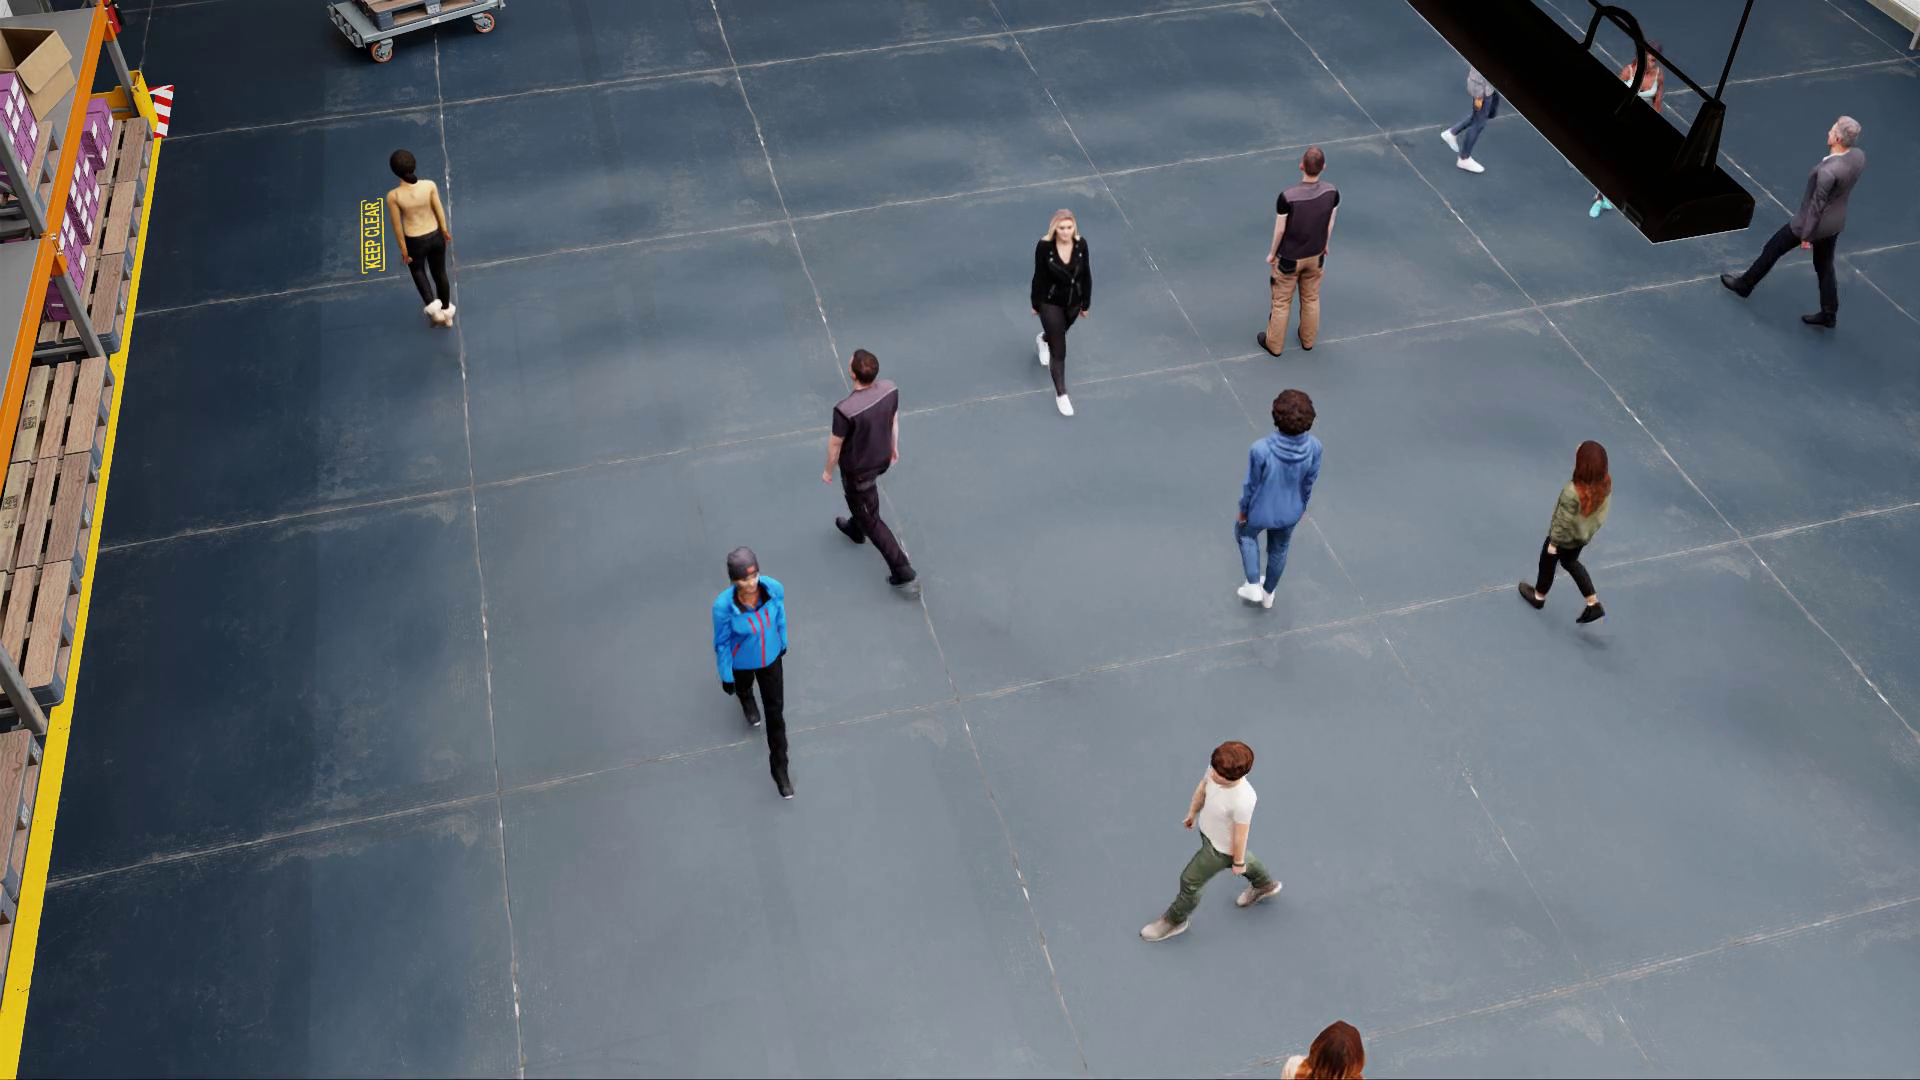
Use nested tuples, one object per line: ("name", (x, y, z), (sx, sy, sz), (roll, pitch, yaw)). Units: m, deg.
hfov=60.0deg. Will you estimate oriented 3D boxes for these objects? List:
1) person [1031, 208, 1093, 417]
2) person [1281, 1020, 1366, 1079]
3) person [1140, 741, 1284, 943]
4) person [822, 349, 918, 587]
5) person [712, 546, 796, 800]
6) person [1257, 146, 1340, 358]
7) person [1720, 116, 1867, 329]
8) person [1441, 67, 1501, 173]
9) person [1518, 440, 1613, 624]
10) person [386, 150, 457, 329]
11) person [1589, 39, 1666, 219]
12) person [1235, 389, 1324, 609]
("person", (0.756, -1.876, 12.943), (0.607, 1.647, 1.125), (-11, 45, -11))
("person", (1.680, 2.831, 7.897), (0.670, 1.792, 0.716), (18, 47, 18))
("person", (1.526, 1.639, 9.279), (0.641, 1.613, 1.047), (-11, 45, -12))
("person", (-0.589, -0.465, 11.342), (1.293, 1.814, 1.125), (31, 52, 28))
("person", (-1.299, 0.677, 10.192), (0.724, 1.746, 1.211), (-16, 46, -16))
("person", (2.704, -2.293, 13.241), (0.669, 1.840, 0.564), (-10, 45, -11))
("person", (7.050, -2.534, 13.536), (0.951, 1.782, 1.335), (-26, 49, -25))
("person", (4.761, -4.225, 15.361), (0.878, 1.714, 0.818), (21, 47, 21))
("person", (4.148, -0.002, 11.112), (0.755, 1.459, 0.937), (-24, 49, -23))
("person", (-4.327, -2.397, 13.488), (0.662, 1.650, 0.745), (-20, 47, -19))
("person", (5.932, -3.733, 14.851), (0.703, 1.704, 0.775), (0, 44, 0))
("person", (2.107, -0.191, 11.065), (0.720, 1.799, 0.670), (-4, 44, -5))
